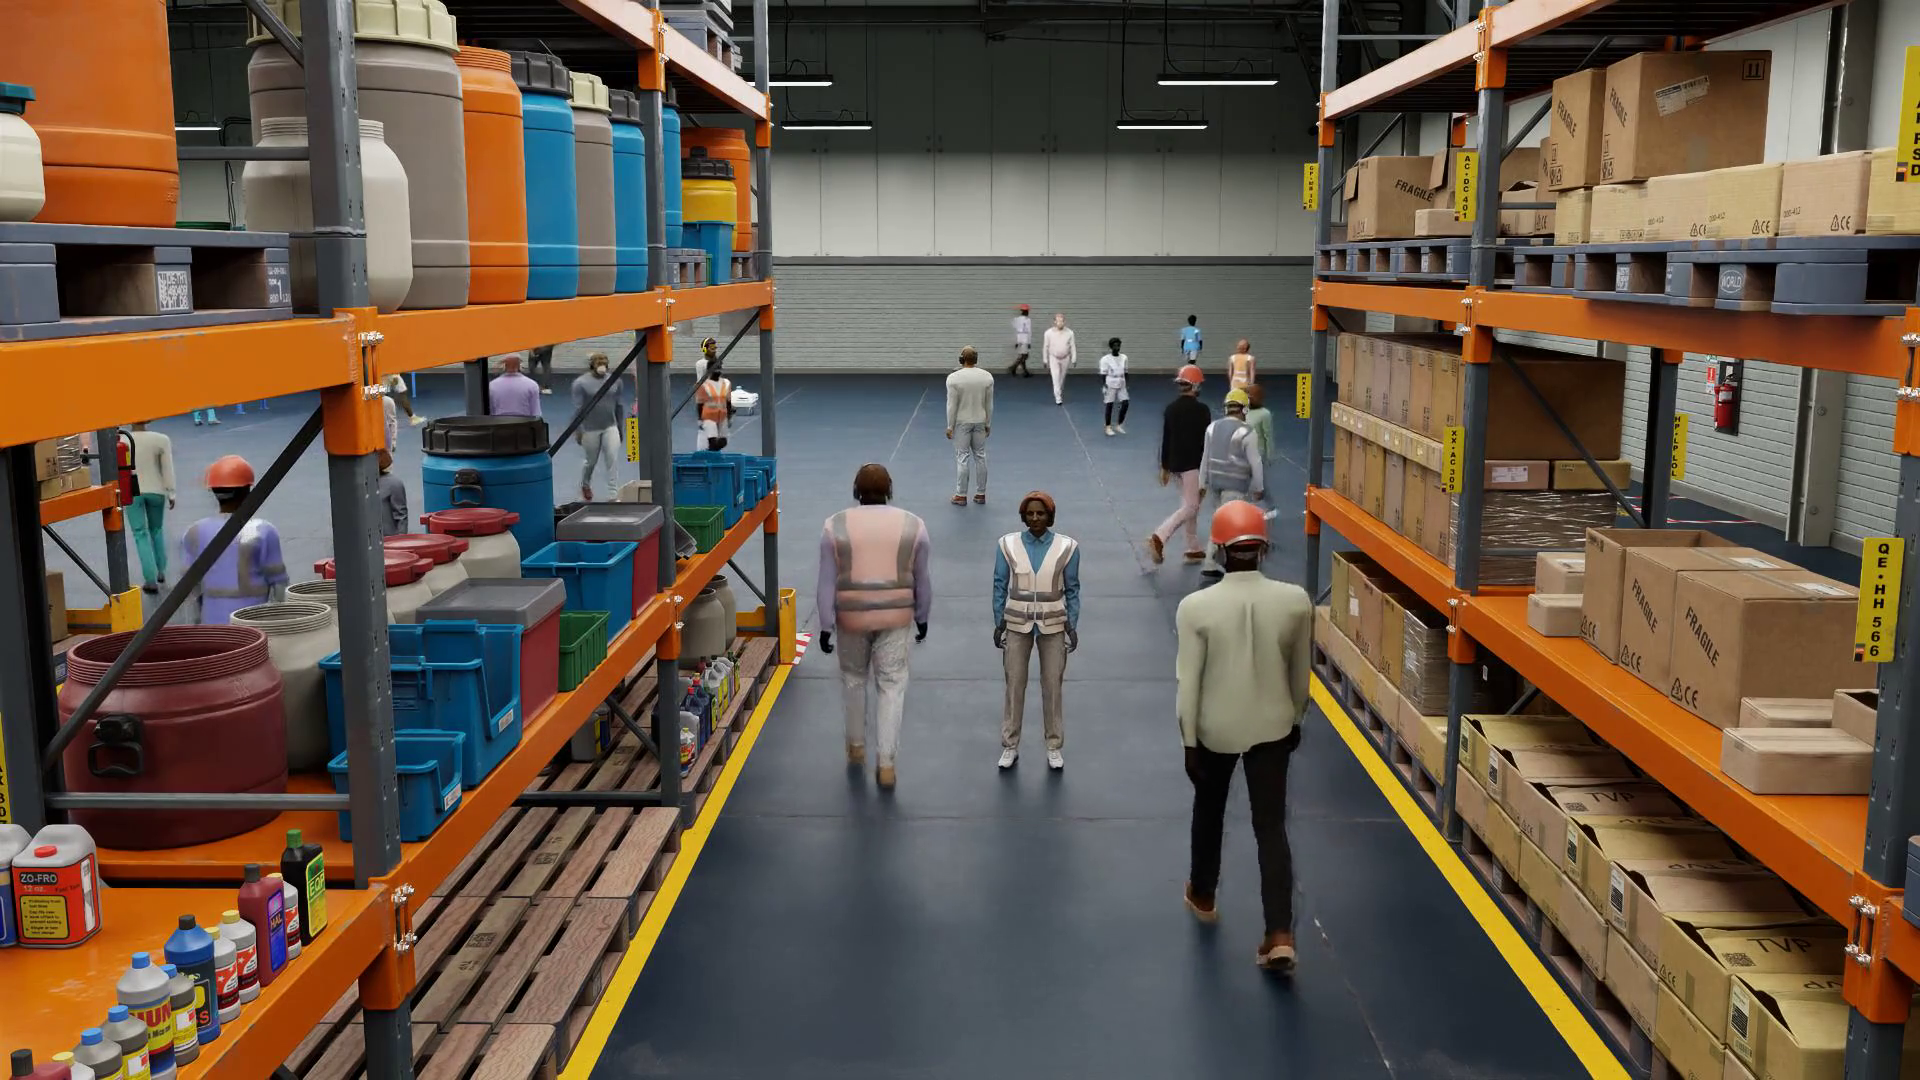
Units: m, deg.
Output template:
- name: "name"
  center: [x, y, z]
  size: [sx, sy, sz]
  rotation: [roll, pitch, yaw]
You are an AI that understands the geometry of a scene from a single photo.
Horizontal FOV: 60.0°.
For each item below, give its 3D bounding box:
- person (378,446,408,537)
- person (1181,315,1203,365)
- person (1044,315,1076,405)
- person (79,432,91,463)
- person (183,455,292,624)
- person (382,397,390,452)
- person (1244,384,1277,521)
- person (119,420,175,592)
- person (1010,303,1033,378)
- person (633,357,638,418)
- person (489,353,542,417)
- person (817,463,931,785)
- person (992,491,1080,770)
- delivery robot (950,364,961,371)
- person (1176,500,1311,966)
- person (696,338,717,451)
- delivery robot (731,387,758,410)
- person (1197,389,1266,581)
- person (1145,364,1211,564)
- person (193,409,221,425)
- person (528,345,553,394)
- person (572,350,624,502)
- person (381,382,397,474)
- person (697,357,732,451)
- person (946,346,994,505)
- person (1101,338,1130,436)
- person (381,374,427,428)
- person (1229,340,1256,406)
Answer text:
- name: "person"
  center: [-4.409, 0.040, 12.619]
  size: [0.499, 1.634, 0.285]
  rotation: [4, 10, 22]
- name: "person"
  center: [5.687, -4.692, 40.923]
  size: [0.535, 1.664, 0.884]
  rotation: [6, 11, 30]
- name: "person"
  center: [2.094, -3.773, 34.804]
  size: [0.663, 1.857, 0.990]
  rotation: [-2, 10, -9]
- name: "person"
  center: [-13.156, -2.083, 24.628]
  size: [0.645, 1.875, 0.868]
  rotation: [-6, 11, -31]
- name: "person"
  center: [-4.026, 0.481, 9.239]
  size: [0.550, 1.896, 0.980]
  rotation: [3, 10, 15]
- name: "person"
  center: [-6.466, -0.972, 17.867]
  size: [0.639, 1.913, 0.870]
  rotation: [-1, 10, -8]
- name: "person"
  center: [3.323, -0.976, 18.851]
  size: [0.873, 1.591, 0.497]
  rotation: [-5, 11, -28]
- name: "person"
  center: [-7.416, -0.416, 15.053]
  size: [0.524, 1.739, 0.673]
  rotation: [-7, 12, -38]
- name: "person"
  center: [1.569, -5.119, 42.676]
  size: [0.729, 1.922, 0.553]
  rotation: [-7, 12, -37]
- name: "person"
  center: [-5.625, -2.906, 29.904]
  size: [0.547, 1.756, 0.493]
  rotation: [6, 11, 30]
- name: "person"
  center: [-5.231, -1.257, 19.631]
  size: [0.674, 1.883, 0.607]
  rotation: [1, 10, 4]
- name: "person"
  center: [-0.500, 0.448, 9.661]
  size: [0.660, 1.805, 0.880]
  rotation: [-1, 10, -5]
- name: "person"
  center: [0.444, 0.522, 9.714]
  size: [0.514, 1.642, 0.310]
  rotation: [1, 10, 5]
- name: "delivery robot"
  center: [0.037, -4.245, 40.584]
  size: [0.335, 0.223, 0.698]
  rotation: [6, 12, 34]
- name: "person"
  center: [1.225, 0.803, 7.130]
  size: [0.612, 1.953, 1.012]
  rotation: [0, 9, -2]
- name: "person"
  center: [-3.632, -1.985, 24.050]
  size: [0.310, 1.868, 0.532]
  rotation: [3, 10, 19]
- name: "delivery robot"
  center: [-4.295, -2.740, 32.348]
  size: [0.707, 0.478, 0.477]
  rotation: [1, 10, 8]
- name: "person"
  center: [2.561, -0.518, 15.558]
  size: [0.856, 1.777, 0.589]
  rotation: [-6, 11, -33]
- name: "person"
  center: [2.156, -0.722, 16.194]
  size: [0.845, 1.973, 0.606]
  rotation: [-5, 11, -29]
- name: "person"
  center: [-13.831, -3.015, 30.280]
  size: [0.563, 1.848, 0.388]
  rotation: [0, 9, 1]
- name: "person"
  center: [-9.543, -4.310, 37.587]
  size: [0.861, 2.000, 0.716]
  rotation: [7, 12, 38]
- name: "person"
  center: [-4.403, -1.357, 20.201]
  size: [0.636, 1.915, 0.864]
  rotation: [-5, 11, -28]
- name: "person"
  center: [-6.978, -1.172, 19.883]
  size: [0.507, 1.632, 0.268]
  rotation: [1, 10, 8]
- name: "person"
  center: [-3.392, -1.669, 22.710]
  size: [0.543, 1.679, 0.582]
  rotation: [-8, 12, -38]
- name: "person"
  center: [0.110, -1.411, 20.401]
  size: [0.631, 1.940, 0.372]
  rotation: [-5, 11, -26]
- name: "person"
  center: [2.656, -2.595, 28.274]
  size: [0.548, 1.679, 0.515]
  rotation: [-4, 10, -24]
- name: "person"
  center: [-10.076, -2.990, 29.703]
  size: [0.635, 1.993, 0.951]
  rotation: [9, 13, 43]
- name: "person"
  center: [4.938, -2.685, 29.047]
  size: [0.538, 1.585, 0.851]
  rotation: [6, 11, 33]
